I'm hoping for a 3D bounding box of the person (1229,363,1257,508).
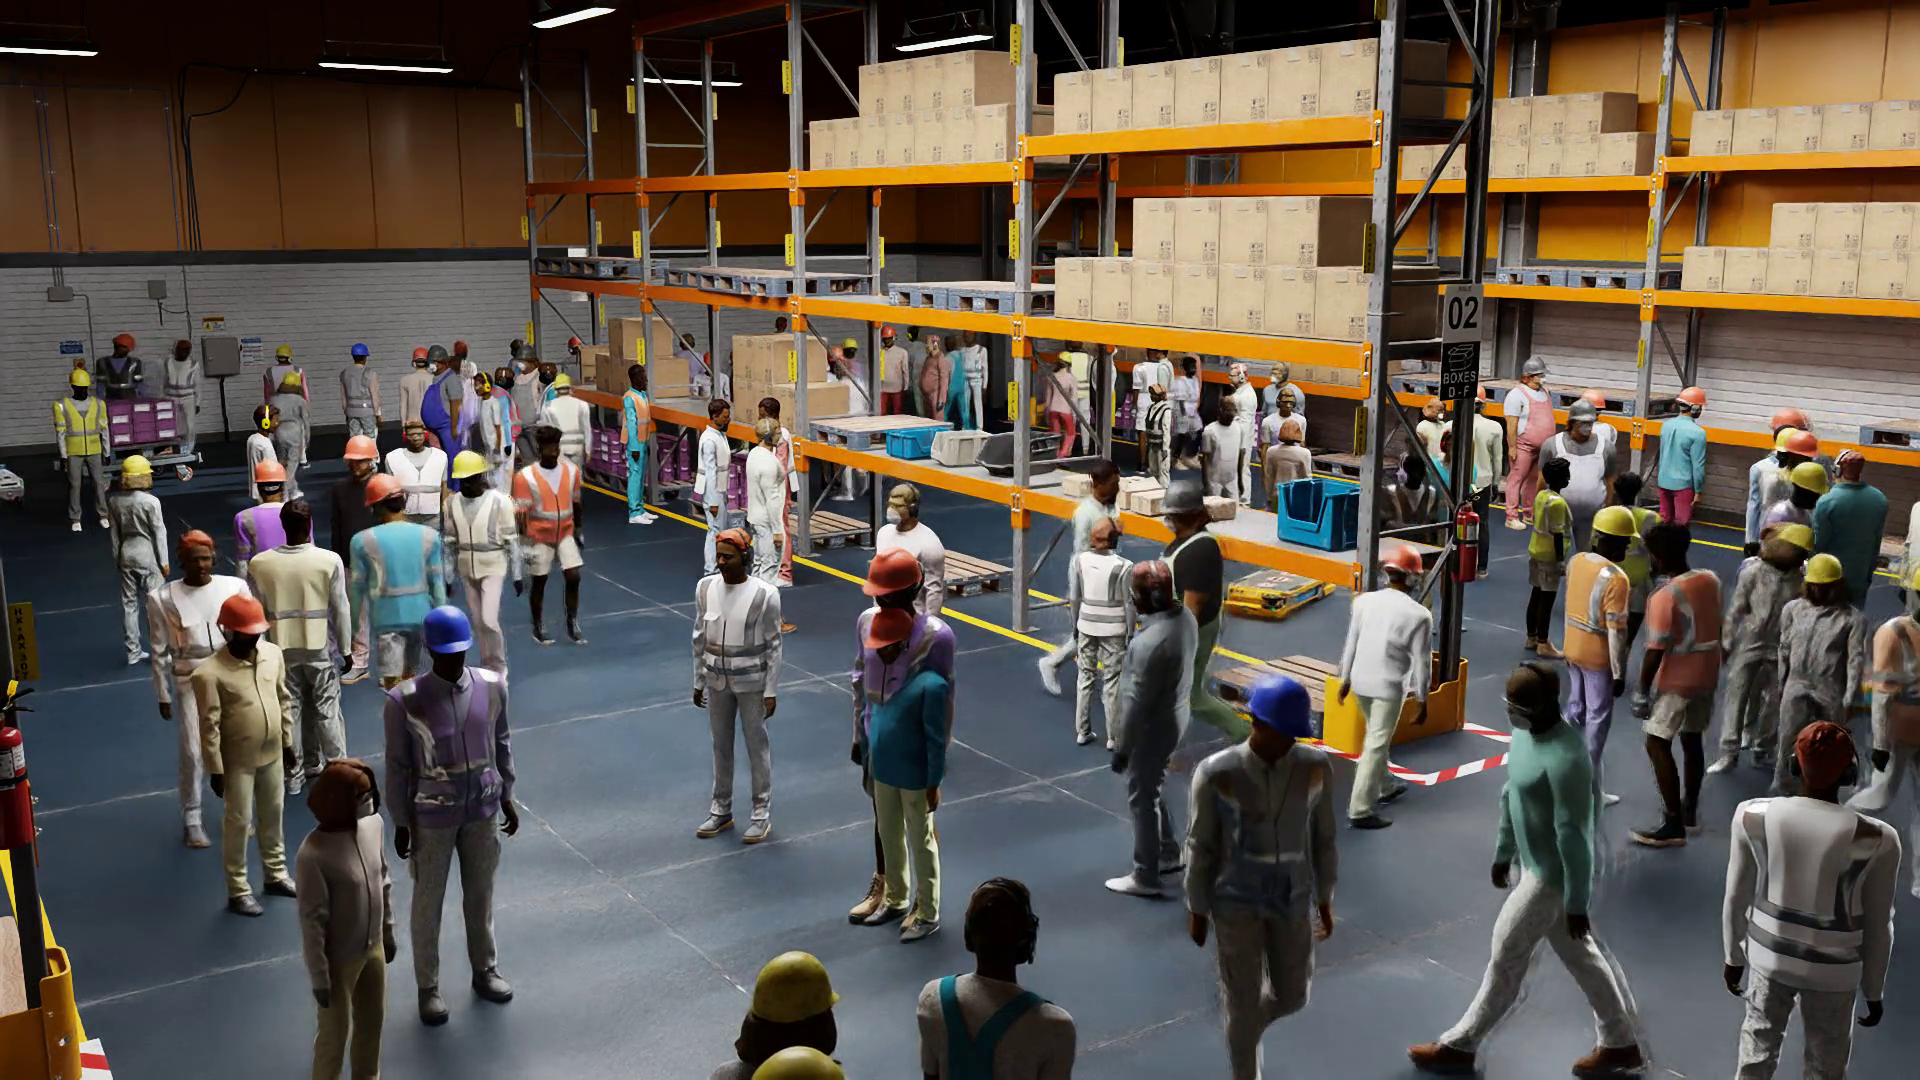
[{"bbox_3d":[3.428,-1.224,20.488,0.399,1.900,0.644,0,11,0],"label":"person"}]

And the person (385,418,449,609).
[{"bbox_3d":[-5.027,-0.221,15.480,0.564,1.847,0.395,-6,12,-26],"label":"person"}]

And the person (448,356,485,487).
[{"bbox_3d":[-6.786,-1.592,22.574,0.386,1.819,0.508,1,11,3],"label":"person"}]

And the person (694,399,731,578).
[{"bbox_3d":[-2.427,-0.456,16.542,0.409,1.907,0.598,0,11,0],"label":"person"}]

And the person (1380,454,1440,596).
[{"bbox_3d":[3.936,0.025,14.727,0.567,1.651,0.884,-1,11,-5],"label":"person"}]

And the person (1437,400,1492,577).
[{"bbox_3d":[5.189,-0.546,17.170,0.589,1.855,0.648,0,11,-1],"label":"person"}]

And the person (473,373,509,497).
[{"bbox_3d":[-5.592,-1.075,19.844,0.354,1.858,0.535,-7,13,-32],"label":"person"}]

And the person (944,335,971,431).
[{"bbox_3d":[-0.108,-2.403,26.806,0.495,1.795,0.946,-8,14,-37],"label":"person"}]

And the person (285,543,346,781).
[{"bbox_3d":[-4.199,0.801,10.784,0.514,1.639,0.310,7,13,33],"label":"person"}]

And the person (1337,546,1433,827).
[{"bbox_3d":[2.642,0.889,10.202,0.750,1.697,0.592,-8,13,-34],"label":"person"}]

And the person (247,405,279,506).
[{"bbox_3d":[-6.832,-0.410,16.443,0.349,1.856,0.528,-9,14,-39],"label":"person"}]

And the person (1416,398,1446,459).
[{"bbox_3d":[5.409,-0.823,19.110,0.497,1.632,0.289,-9,14,-40],"label":"person"}]

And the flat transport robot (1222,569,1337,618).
[{"bbox_3d":[3.035,0.480,15.940,0.652,0.197,1.431,7,13,34],"label":"flat transport robot"}]

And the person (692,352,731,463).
[{"bbox_3d":[-3.591,-1.849,24.050,0.566,1.750,0.341,-3,11,-15],"label":"person"}]

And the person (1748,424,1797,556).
[{"bbox_3d":[7.076,-0.053,14.440,0.590,1.919,0.391,-4,12,-21],"label":"person"}]

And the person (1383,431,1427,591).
[{"bbox_3d":[4.447,-0.282,16.387,0.369,1.617,0.545,-3,11,-15],"label":"person"}]

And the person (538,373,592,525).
[{"bbox_3d":[-4.809,-1.118,20.177,0.615,1.792,0.830,-6,12,-26],"label":"person"}]

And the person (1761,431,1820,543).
[{"bbox_3d":[6.957,0.035,13.972,0.546,1.929,0.394,-5,12,-26],"label":"person"}]

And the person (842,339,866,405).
[{"bbox_3d":[-1.608,-1.987,24.461,0.380,1.880,0.783,3,11,15],"label":"person"}]

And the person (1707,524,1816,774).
[{"bbox_3d":[5.279,0.735,10.970,0.629,1.703,0.321,-1,11,-4],"label":"person"}]

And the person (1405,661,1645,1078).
[{"bbox_3d":[2.493,1.417,7.066,1.014,1.875,0.643,1,11,7],"label":"person"}]

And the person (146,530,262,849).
[{"bbox_3d":[-4.445,0.865,9.856,0.600,1.878,0.400,-9,14,-39],"label":"person"}]

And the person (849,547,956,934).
[{"bbox_3d":[-0.320,1.031,8.594,0.605,2.034,0.392,7,13,32],"label":"person"}]

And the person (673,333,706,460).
[{"bbox_3d":[-4.104,-2.161,25.173,0.627,1.940,0.372,-1,11,-4],"label":"person"}]

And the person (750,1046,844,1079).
[{"bbox_3d":[-0.351,2.045,3.684,0.589,1.924,0.384,-1,11,-6],"label":"person"}]

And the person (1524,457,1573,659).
[{"bbox_3d":[4.966,0.143,14.000,0.321,1.697,0.529,0,11,1],"label":"person"}]

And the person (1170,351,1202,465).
[{"bbox_3d":[3.379,-2.118,24.808,0.397,1.992,0.621,-3,12,-16],"label":"person"}]

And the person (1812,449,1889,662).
[{"bbox_3d":[6.842,0.239,12.972,0.638,1.910,0.407,-3,11,-13],"label":"person"}]

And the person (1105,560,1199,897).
[{"bbox_3d":[1.033,1.023,8.992,0.429,1.888,0.679,5,12,24],"label":"person"}]

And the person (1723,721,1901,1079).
[{"bbox_3d":[3.121,1.587,6.168,0.568,1.878,0.352,10,15,41],"label":"person"}]

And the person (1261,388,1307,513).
[{"bbox_3d":[3.546,-0.758,18.274,0.501,1.839,0.344,-2,11,-8],"label":"person"}]

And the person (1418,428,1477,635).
[{"bbox_3d":[4.316,-0.086,14.788,0.563,1.847,0.388,-4,12,-19],"label":"person"}]

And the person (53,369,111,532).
[{"bbox_3d":[-10.302,-1.053,19.579,0.584,1.917,0.405,-10,15,-40],"label":"person"}]

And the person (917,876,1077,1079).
[{"bbox_3d":[0.107,1.868,4.830,0.501,1.839,0.341,7,13,32],"label":"person"}]

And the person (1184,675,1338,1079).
[{"bbox_3d":[1.201,1.437,6.789,0.630,1.921,0.604,-2,11,-9],"label":"person"}]

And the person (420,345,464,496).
[{"bbox_3d":[-6.796,-1.551,21.791,0.537,2.000,0.688,-10,15,-43],"label":"person"}]

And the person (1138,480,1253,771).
[{"bbox_3d":[1.561,0.574,10.917,0.795,2.000,0.686,-1,11,-6],"label":"person"}]

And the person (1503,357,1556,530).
[{"bbox_3d":[6.786,-1.145,19.713,0.688,2.000,0.539,-7,13,-33],"label":"person"}]

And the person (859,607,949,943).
[{"bbox_3d":[-0.315,1.186,8.558,0.575,1.740,0.354,10,15,41],"label":"person"}]

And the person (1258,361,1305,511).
[{"bbox_3d":[3.936,-1.232,20.425,0.353,1.936,0.633,-8,14,-37],"label":"person"}]

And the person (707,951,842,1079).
[{"bbox_3d":[-0.458,1.964,4.570,0.492,1.740,0.324,5,12,23],"label":"person"}]

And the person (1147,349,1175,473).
[{"bbox_3d":[2.904,-1.934,23.989,0.387,1.948,0.601,2,11,12],"label":"person"}]

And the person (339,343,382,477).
[{"bbox_3d":[-8.311,-1.764,23.152,0.604,1.938,0.423,4,12,18],"label":"person"}]

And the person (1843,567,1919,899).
[{"bbox_3d":[5.162,1.014,9.075,0.593,1.898,0.867,-2,11,-12],"label":"person"}]

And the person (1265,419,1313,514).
[{"bbox_3d":[3.374,-0.428,17.079,0.500,1.636,0.284,7,13,31],"label":"person"}]

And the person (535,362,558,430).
[{"bbox_3d":[-5.250,-1.379,21.465,0.429,1.831,0.631,-3,11,-14],"label":"person"}]

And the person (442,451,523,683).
[{"bbox_3d":[-3.720,0.253,12.885,0.628,1.905,0.517,3,11,14],"label":"person"}]

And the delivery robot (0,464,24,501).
[{"bbox_3d":[-12.143,-0.718,21.098,0.477,0.478,0.707,-9,14,-40],"label":"delivery robot"}]

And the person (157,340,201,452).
[{"bbox_3d":[-11.788,-2.079,25.003,0.750,1.851,0.388,-3,11,-13],"label":"person"}]

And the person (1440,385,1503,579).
[{"bbox_3d":[5.210,-0.594,17.009,0.614,1.993,0.395,2,11,9],"label":"person"}]
